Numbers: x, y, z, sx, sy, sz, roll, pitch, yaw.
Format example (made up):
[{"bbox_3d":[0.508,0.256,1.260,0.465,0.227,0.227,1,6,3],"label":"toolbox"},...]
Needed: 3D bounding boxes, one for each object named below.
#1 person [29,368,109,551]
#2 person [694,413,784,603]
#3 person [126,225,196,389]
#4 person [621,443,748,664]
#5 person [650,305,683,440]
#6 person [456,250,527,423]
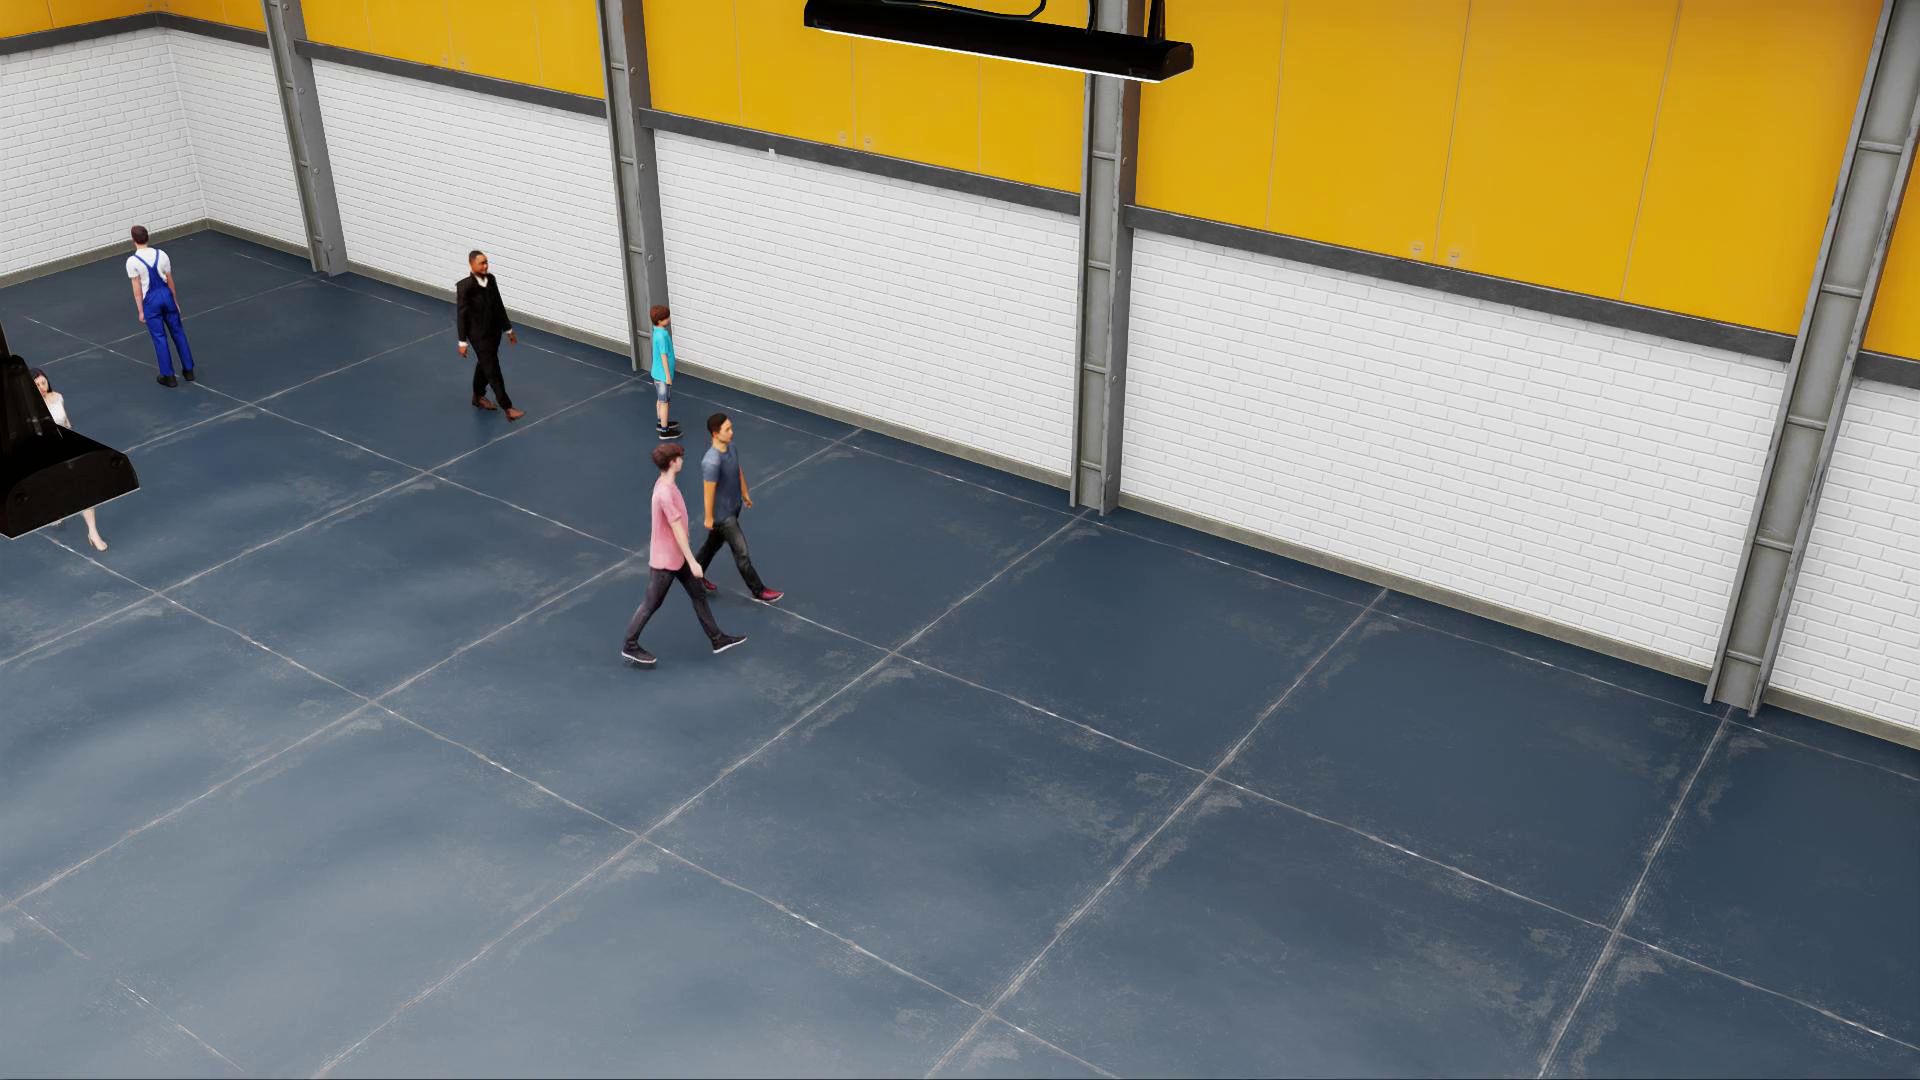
[{"bbox_3d":[-8.415,-0.760,15.396,1.258,1.718,0.667,23,36,35],"label":"person"},{"bbox_3d":[-2.128,-0.266,14.443,1.247,1.764,0.965,7,29,12],"label":"person"},{"bbox_3d":[-9.022,-2.644,18.713,0.658,1.849,0.623,-26,38,-38],"label":"person"},{"bbox_3d":[-2.457,0.175,13.495,1.329,1.897,1.193,-2,29,-3],"label":"person"},{"bbox_3d":[-3.152,-1.793,17.572,0.648,1.447,0.567,-9,30,-16],"label":"person"},{"bbox_3d":[-5.194,-2.214,17.911,1.214,1.862,0.777,17,33,28],"label":"person"}]
